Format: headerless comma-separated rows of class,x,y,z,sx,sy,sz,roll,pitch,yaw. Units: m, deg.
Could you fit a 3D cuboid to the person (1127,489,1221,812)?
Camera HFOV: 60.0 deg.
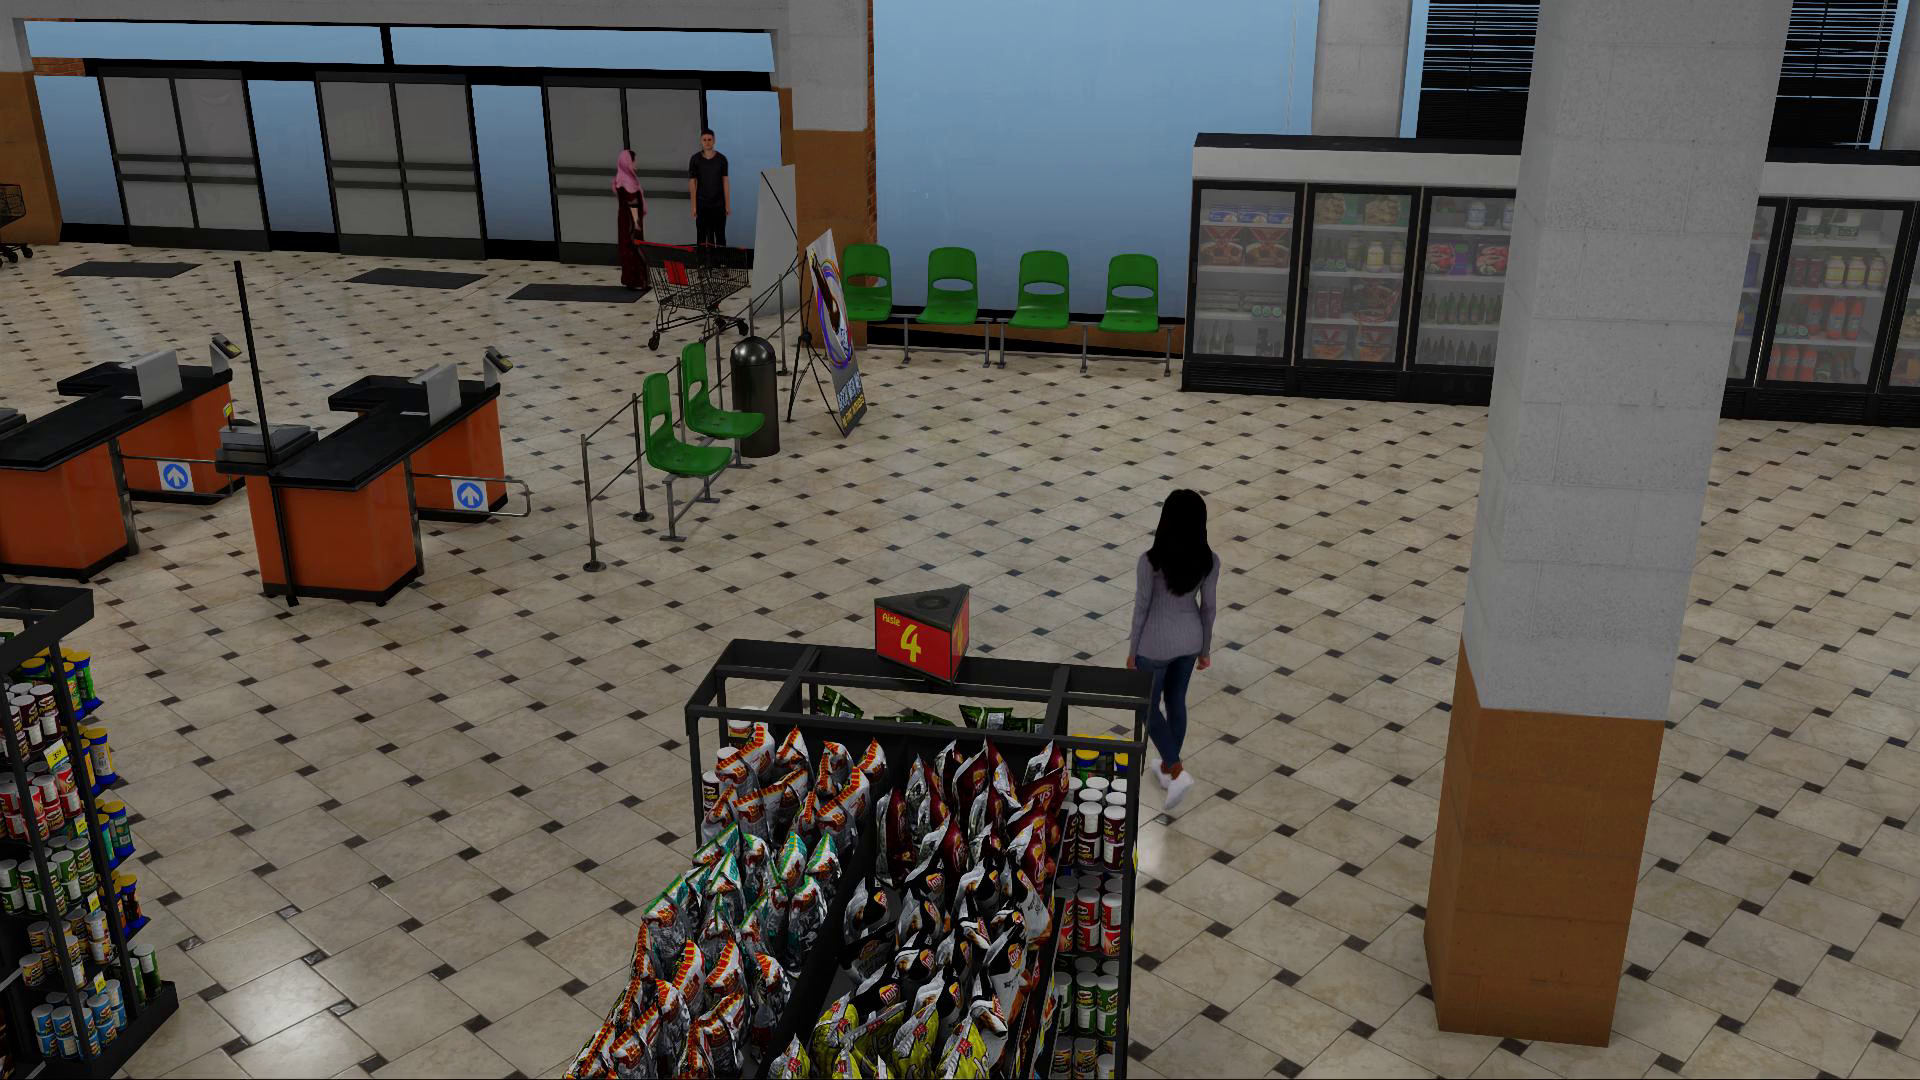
person,1.112,0.597,8.549,0.869,1.719,1.034,-6,23,-15

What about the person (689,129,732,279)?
person,-3.007,-4.061,20.082,0.703,1.764,0.677,-4,22,-10

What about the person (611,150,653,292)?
person,-3.856,-3.737,19.449,0.824,1.634,0.715,-8,23,-19
